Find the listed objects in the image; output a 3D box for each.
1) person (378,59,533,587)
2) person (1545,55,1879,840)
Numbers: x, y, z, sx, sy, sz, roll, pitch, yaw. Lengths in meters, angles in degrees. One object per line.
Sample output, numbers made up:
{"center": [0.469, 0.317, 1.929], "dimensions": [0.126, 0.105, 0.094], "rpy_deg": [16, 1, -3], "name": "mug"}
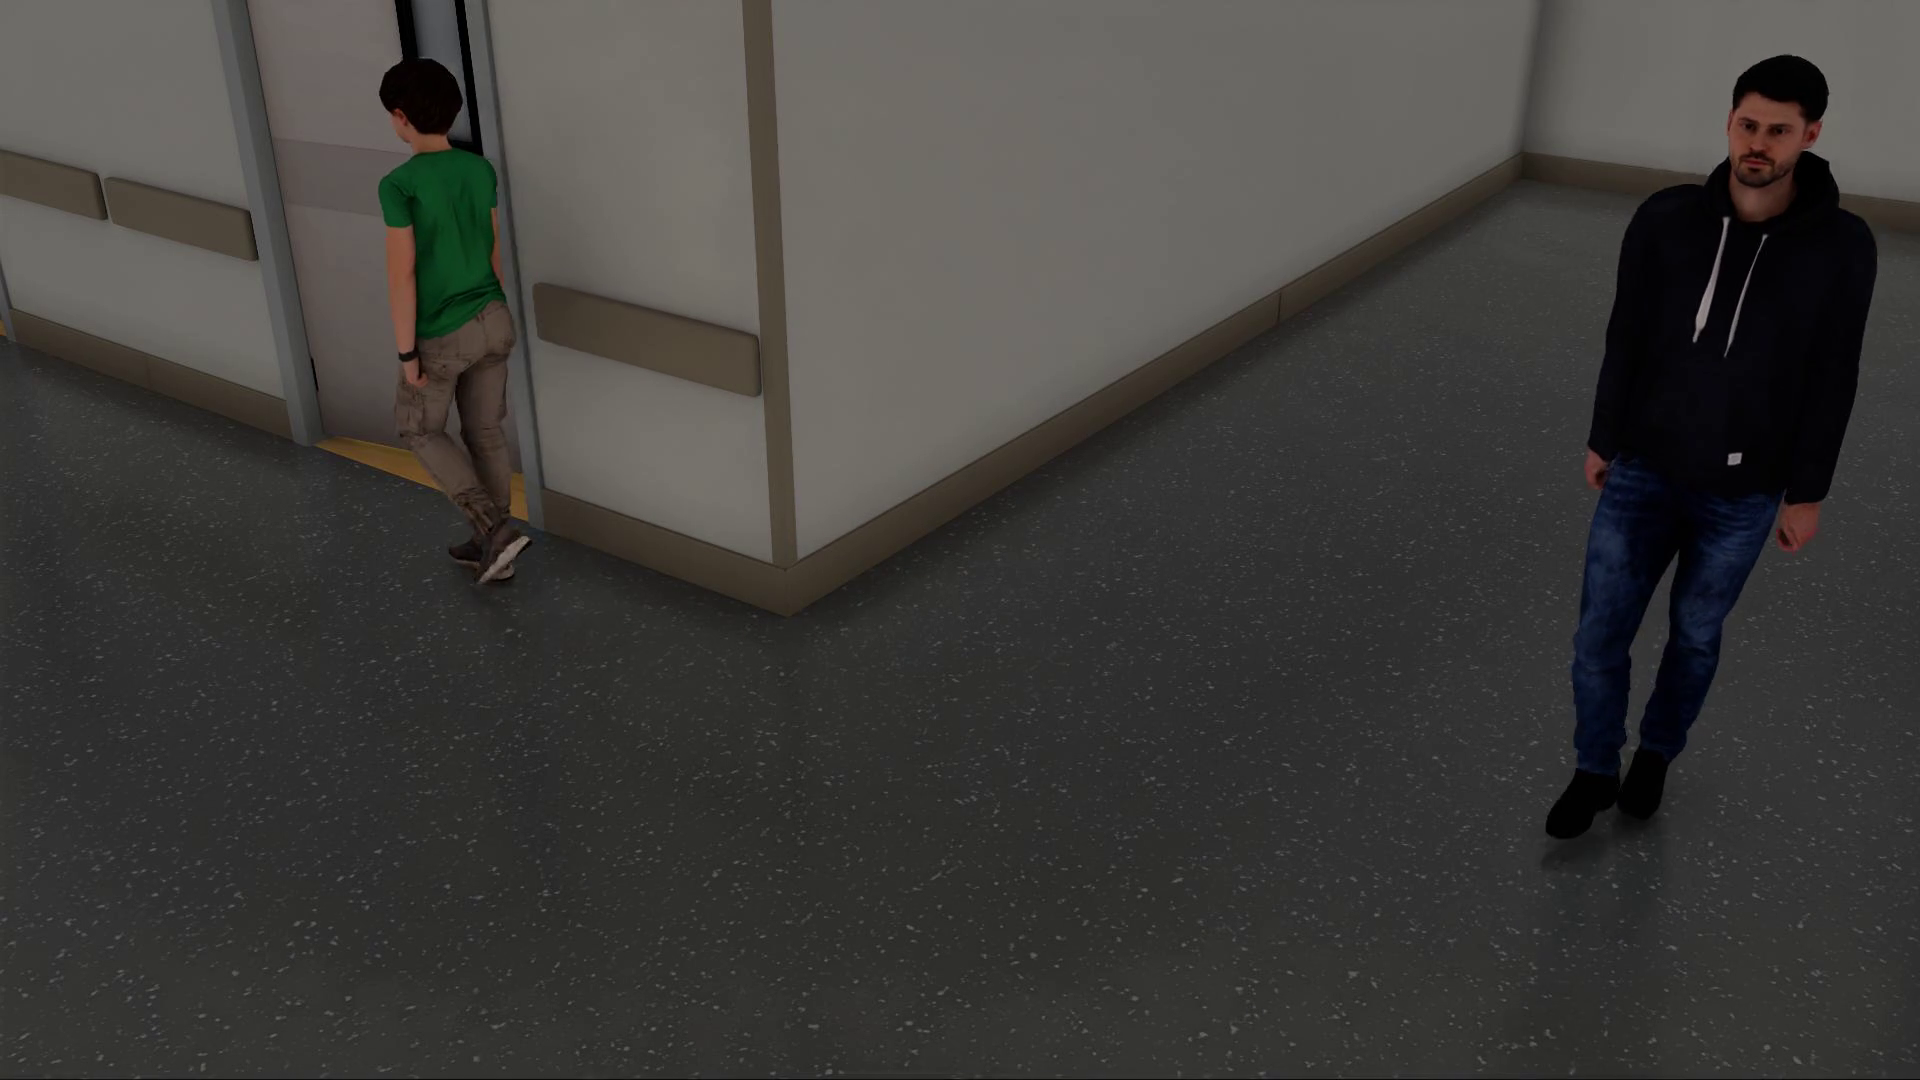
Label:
{"center": [-1.464, -0.600, 5.024], "dimensions": [0.681, 1.640, 0.688], "rpy_deg": [20, 32, 35], "name": "person"}
{"center": [1.761, -0.193, 3.909], "dimensions": [0.707, 1.874, 0.754], "rpy_deg": [15, 29, 28], "name": "person"}
